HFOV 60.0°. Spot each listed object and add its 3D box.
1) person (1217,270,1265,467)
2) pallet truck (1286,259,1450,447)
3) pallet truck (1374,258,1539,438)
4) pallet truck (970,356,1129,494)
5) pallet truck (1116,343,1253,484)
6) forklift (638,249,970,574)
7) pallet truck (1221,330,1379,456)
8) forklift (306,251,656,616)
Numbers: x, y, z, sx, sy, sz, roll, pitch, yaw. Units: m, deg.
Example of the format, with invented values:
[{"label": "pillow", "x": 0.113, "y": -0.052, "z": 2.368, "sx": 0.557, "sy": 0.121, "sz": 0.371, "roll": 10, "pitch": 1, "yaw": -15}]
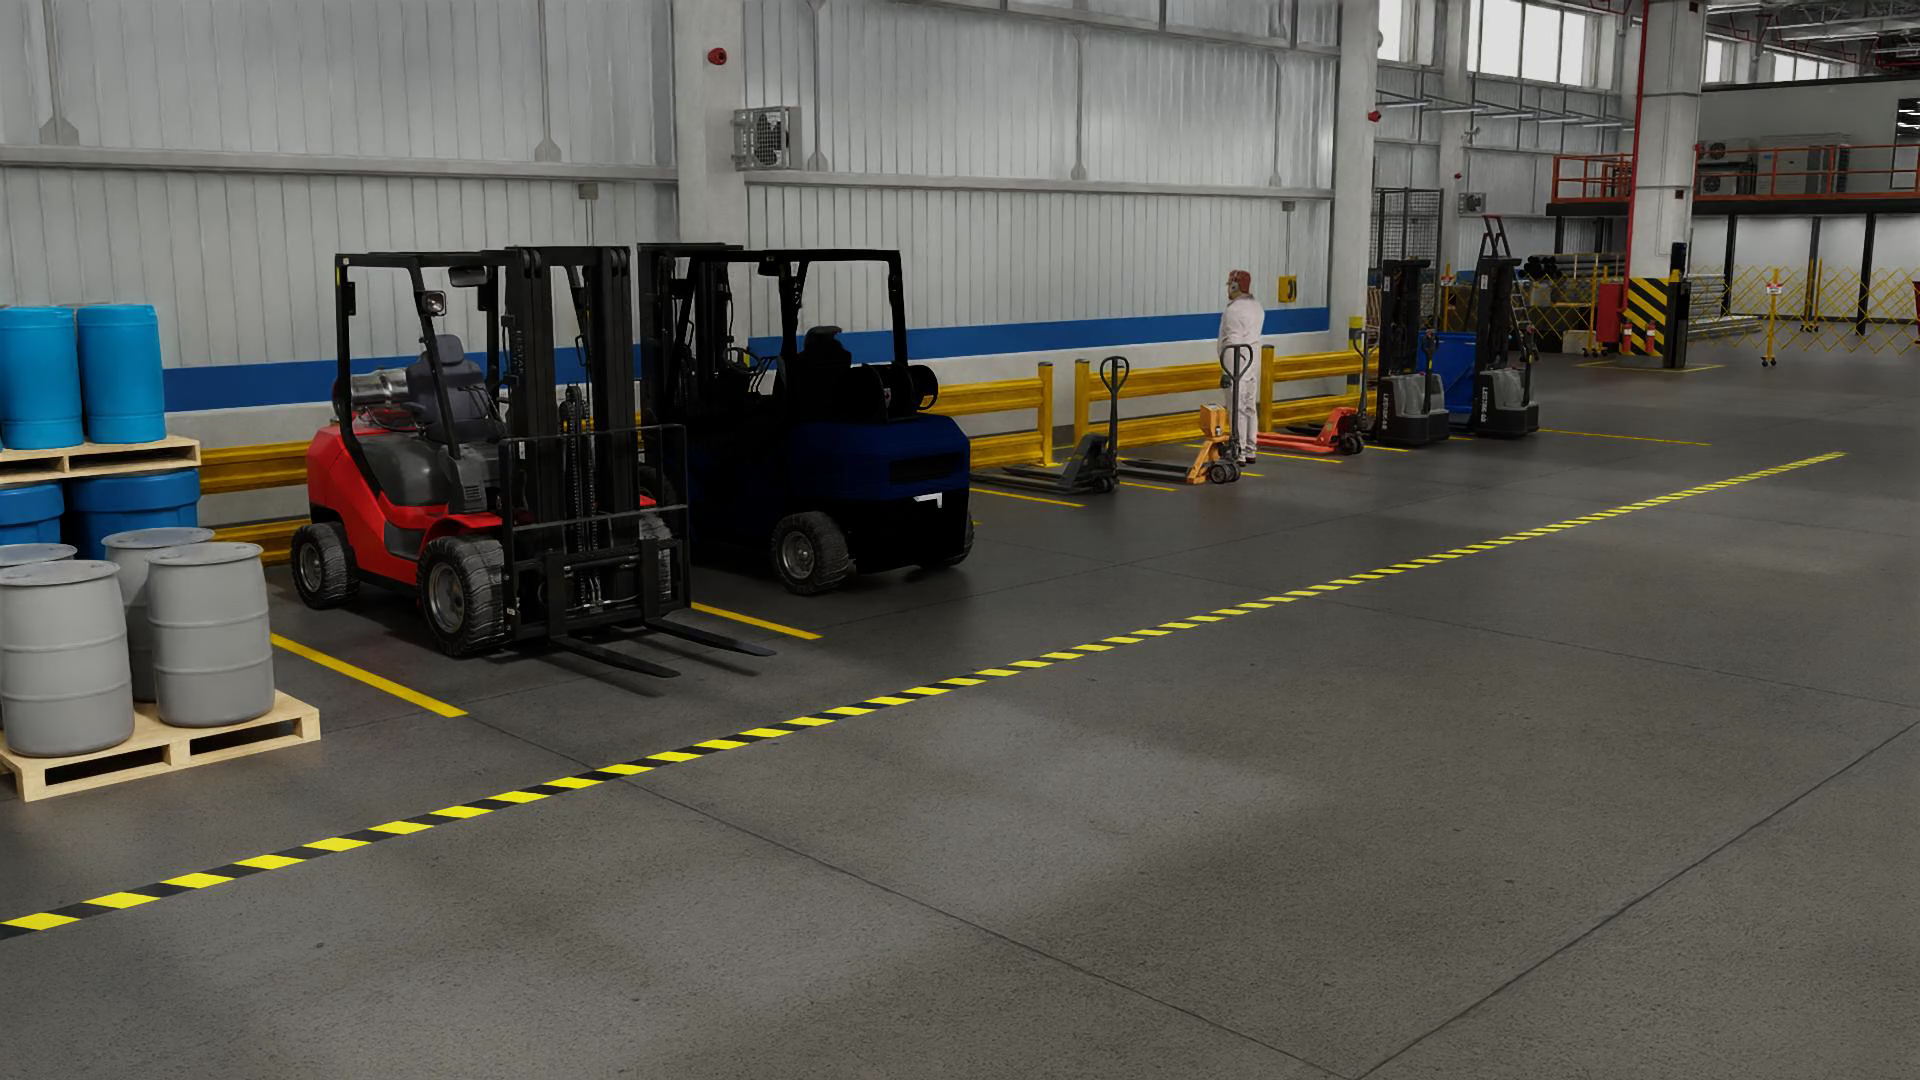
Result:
[{"label": "person", "x": 2.699, "y": -1.667, "z": 16.202, "sx": 0.400, "sy": 1.907, "sz": 0.644, "roll": 7, "pitch": 13, "yaw": 34}, {"label": "pallet truck", "x": 4.493, "y": -2.078, "z": 18.196, "sx": 0.823, "sy": 1.965, "sz": 1.885, "roll": -9, "pitch": 14, "yaw": -40}, {"label": "pallet truck", "x": 5.704, "y": -2.208, "z": 18.901, "sx": 1.885, "sy": 1.965, "sz": 0.823, "roll": 10, "pitch": 14, "yaw": 43}, {"label": "pallet truck", "x": 0.784, "y": -1.085, "z": 14.876, "sx": 0.680, "sy": 1.201, "sz": 1.601, "roll": -10, "pitch": 14, "yaw": -44}, {"label": "pallet truck", "x": 1.962, "y": -1.215, "z": 15.415, "sx": 1.522, "sy": 1.261, "sz": 0.704, "roll": 10, "pitch": 14, "yaw": 43}, {"label": "forklift", "x": -1.173, "y": -0.958, "z": 11.239, "sx": 2.680, "sy": 1.987, "sz": 1.157, "roll": 10, "pitch": 14, "yaw": 43}, {"label": "pallet truck", "x": 3.563, "y": -1.581, "z": 17.381, "sx": 0.653, "sy": 1.274, "sz": 1.630, "roll": -10, "pitch": 14, "yaw": -44}, {"label": "forklift", "x": -2.833, "y": -0.669, "z": 9.694, "sx": 1.157, "sy": 1.987, "sz": 2.680, "roll": -10, "pitch": 14, "yaw": -44}]
